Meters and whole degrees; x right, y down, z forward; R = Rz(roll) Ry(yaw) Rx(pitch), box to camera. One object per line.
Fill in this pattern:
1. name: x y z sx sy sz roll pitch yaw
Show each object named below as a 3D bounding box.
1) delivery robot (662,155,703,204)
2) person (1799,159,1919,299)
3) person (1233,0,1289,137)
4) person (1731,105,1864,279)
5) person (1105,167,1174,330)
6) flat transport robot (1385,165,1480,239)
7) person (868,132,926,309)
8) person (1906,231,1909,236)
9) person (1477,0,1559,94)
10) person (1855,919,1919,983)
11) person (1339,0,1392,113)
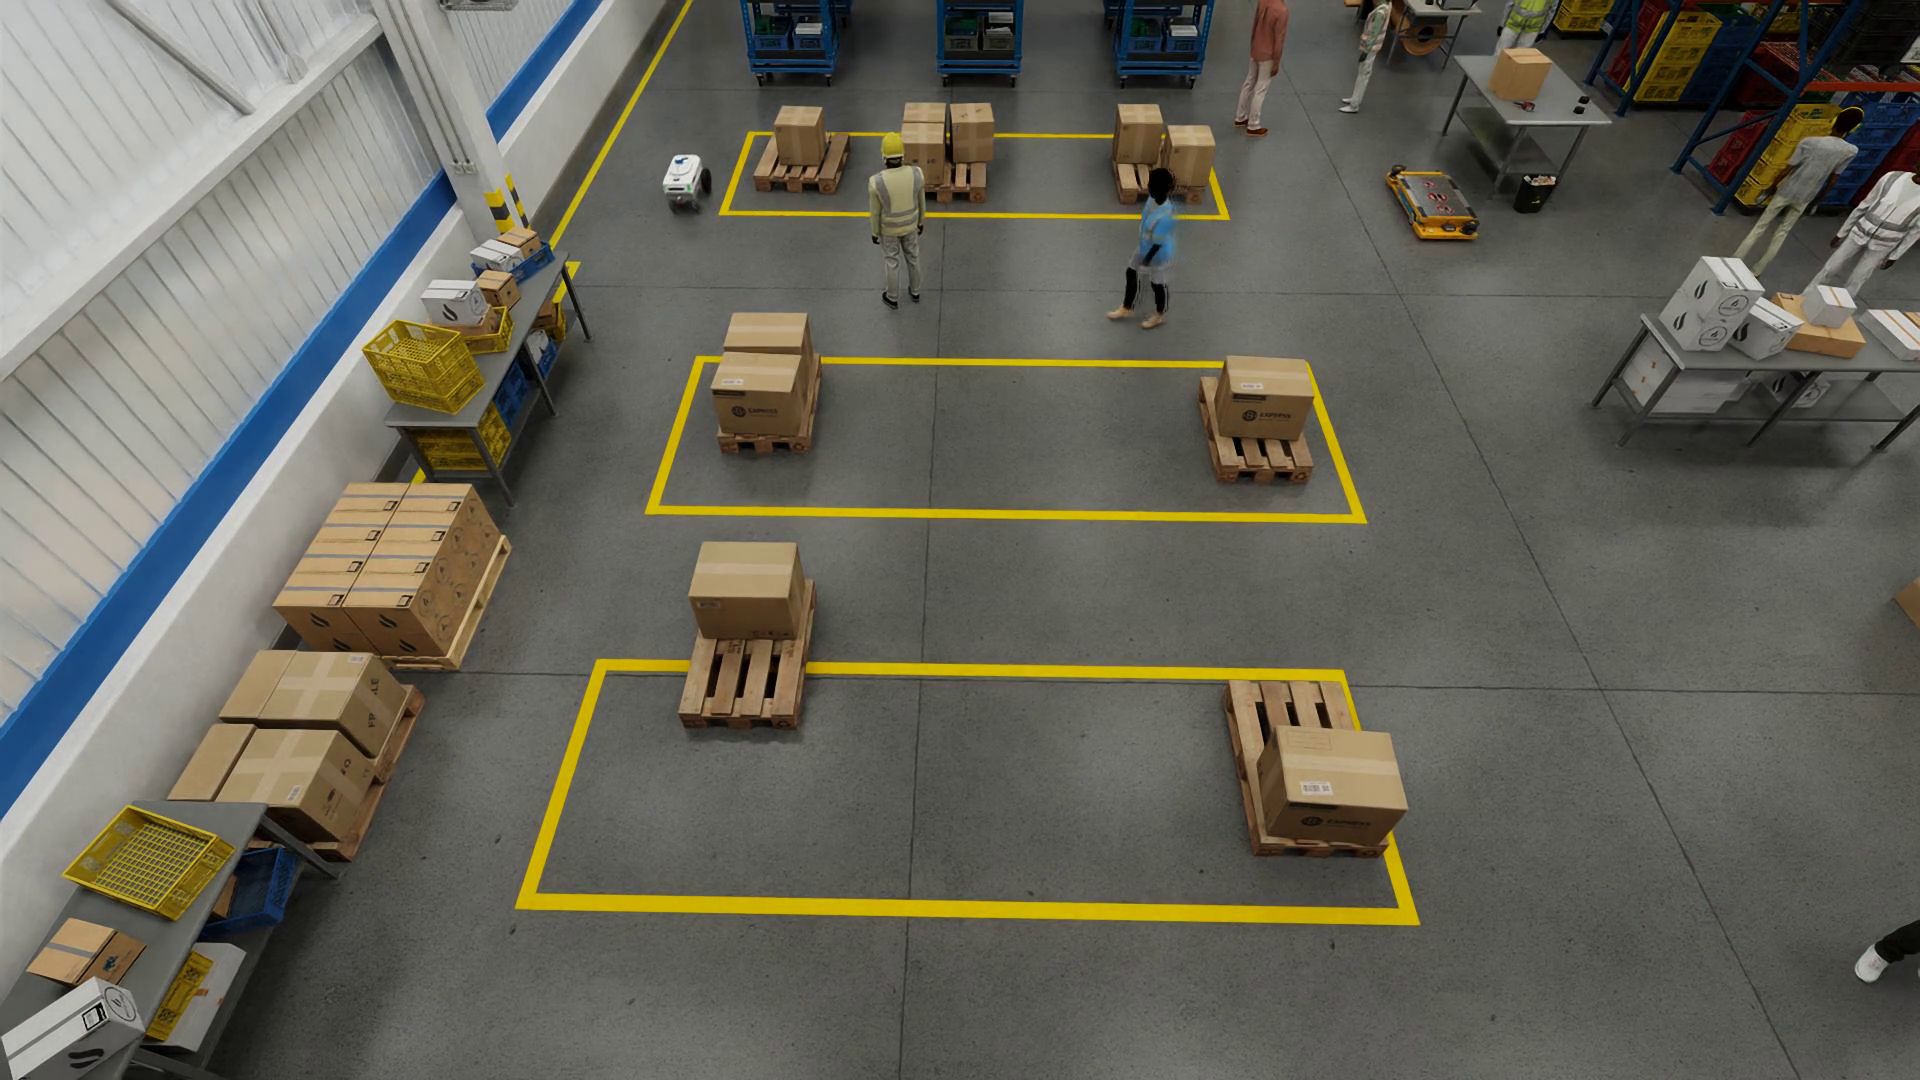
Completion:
1. delivery robot: -3.346 -4.384 11.064 0.477 0.478 0.707 0 49 0
2. person: 8.948 -2.931 9.000 0.342 1.875 0.579 -27 54 -21
3. person: 3.940 -6.265 11.806 0.378 1.995 0.609 -16 51 -13
4. person: 8.678 -3.575 9.558 0.520 1.874 0.327 25 54 20
5. person: 1.840 -2.834 9.034 0.651 1.669 0.569 -8 50 -7
6. flat transport robot: 5.692 -4.094 11.059 0.652 0.197 1.431 1 49 1
7. person: -0.631 -3.195 9.255 0.590 1.833 0.404 -19 52 -16
8. person: 11.165 -3.921 9.836 0.628 1.908 0.670 -9 50 -7
9. person: 7.750 -7.074 12.616 0.629 1.837 0.430 19 52 16
10. person: 5.612 1.976 4.725 0.588 1.917 0.398 31 56 24
11. person: 5.525 -6.641 12.362 0.310 1.642 0.514 21 52 17
